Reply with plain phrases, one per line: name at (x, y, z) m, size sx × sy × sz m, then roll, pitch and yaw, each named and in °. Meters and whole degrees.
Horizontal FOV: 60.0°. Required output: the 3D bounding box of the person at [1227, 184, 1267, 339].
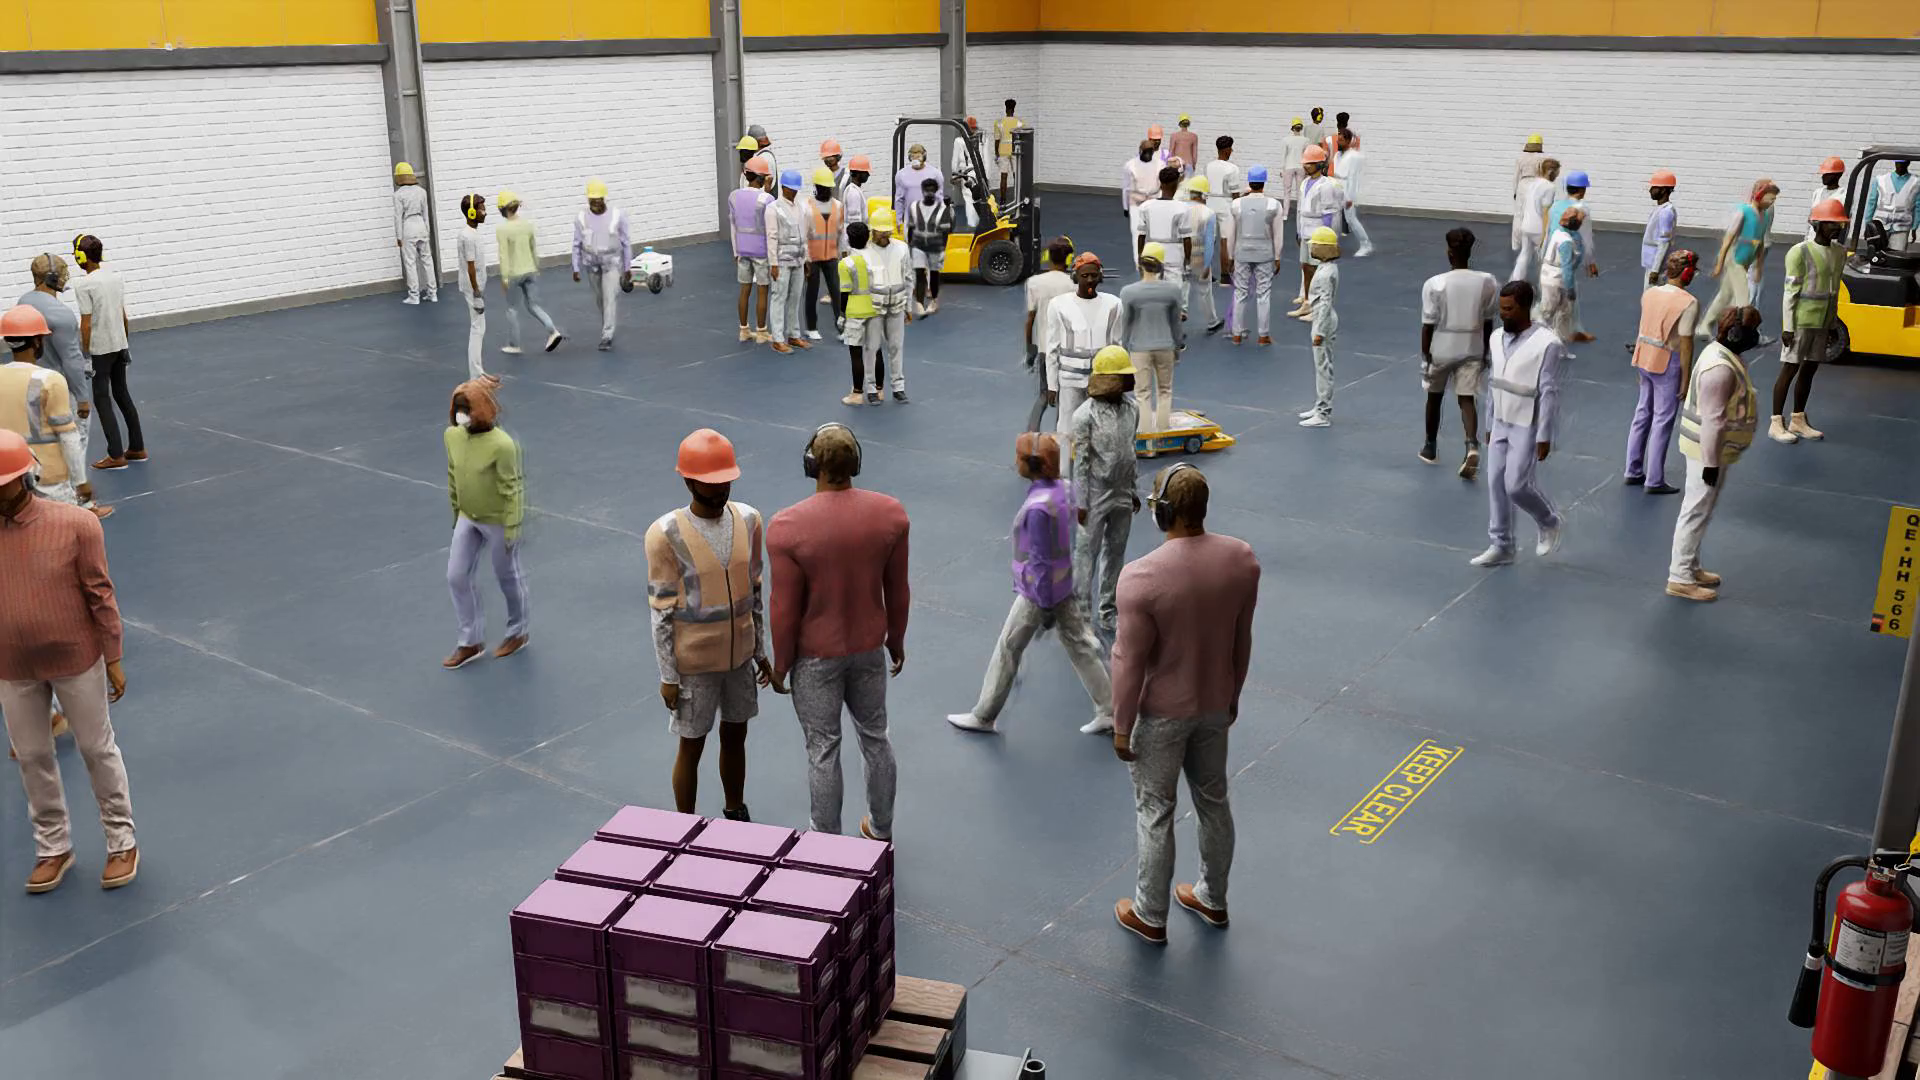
person at (3.202, -3.122, 18.563) m, size 0.446 × 1.705 × 0.662 m, roll 0°, pitch 18°, yaw 0°

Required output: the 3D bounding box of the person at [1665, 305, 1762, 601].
person at (4.675, -0.542, 10.295) m, size 0.431 × 1.838 × 0.638 m, roll 9°, pitch 20°, yaw 26°

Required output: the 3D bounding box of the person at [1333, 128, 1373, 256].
person at (5.700, -5.100, 24.474) m, size 0.966 × 1.883 × 0.602 m, roll -5°, pitch 19°, yaw -17°

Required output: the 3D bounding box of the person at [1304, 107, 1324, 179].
person at (6.310, -6.766, 29.696) m, size 0.335 × 1.873 × 0.519 m, roll -10°, pitch 20°, yaw -28°

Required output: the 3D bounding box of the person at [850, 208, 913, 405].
person at (-0.717, -2.147, 15.340) m, size 0.605 × 1.817 × 0.403 m, roll -7°, pitch 19°, yaw -21°

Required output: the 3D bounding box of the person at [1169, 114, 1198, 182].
person at (3.985, -6.731, 29.779) m, size 0.532 × 1.755 × 0.341 m, roll -2°, pitch 18°, yaw -7°

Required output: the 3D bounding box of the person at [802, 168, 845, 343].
person at (-1.482, -3.103, 18.202) m, size 0.607 × 1.889 × 0.787 m, roll -10°, pitch 20°, yaw -29°

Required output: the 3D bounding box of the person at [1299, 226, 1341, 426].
person at (3.153, -1.867, 14.575) m, size 0.313 × 1.744 × 0.487 m, roll 5°, pitch 18°, yaw 14°

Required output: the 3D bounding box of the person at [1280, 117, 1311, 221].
person at (5.782, -6.408, 28.759) m, size 0.518 × 1.756 × 0.345 m, roll -2°, pitch 18°, yaw -5°

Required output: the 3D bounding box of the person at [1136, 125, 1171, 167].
person at (2.824, -5.064, 24.262) m, size 0.553 × 1.935 × 0.362 m, roll -6°, pitch 19°, yaw -18°

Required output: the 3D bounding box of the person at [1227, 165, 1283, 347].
person at (3.180, -3.062, 17.979) m, size 0.605 × 1.950 × 0.380 m, roll 5°, pitch 18°, yaw 16°

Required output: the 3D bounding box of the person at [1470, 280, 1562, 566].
person at (3.661, -0.751, 10.835) m, size 0.526 × 1.896 × 0.608 m, roll -8°, pitch 19°, yaw -23°

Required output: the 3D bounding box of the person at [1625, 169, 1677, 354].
person at (7.339, -2.933, 17.598) m, size 0.357 × 1.937 × 0.551 m, roll 5°, pitch 18°, yaw 16°

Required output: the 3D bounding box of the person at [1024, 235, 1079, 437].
person at (0.754, -1.499, 13.293) m, size 0.529 × 1.837 × 0.689 m, roll 7°, pitch 19°, yaw 20°

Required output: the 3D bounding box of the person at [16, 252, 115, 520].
person at (-6.358, -1.065, 11.781) m, size 0.636 × 1.928 × 0.386 m, roll 13°, pitch 22°, yaw 34°

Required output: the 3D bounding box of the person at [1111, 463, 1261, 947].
person at (0.849, 0.645, 6.424) m, size 0.631 × 1.932 × 0.365 m, roll -9°, pitch 20°, yaw -26°

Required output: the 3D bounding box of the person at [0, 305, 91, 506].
person at (-5.361, -0.409, 9.740) m, size 0.559 × 1.925 × 0.420 m, roll 6°, pitch 19°, yaw 18°

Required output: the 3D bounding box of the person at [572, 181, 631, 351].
person at (-3.886, -2.975, 17.987) m, size 0.607 × 1.784 × 0.874 m, roll 2°, pitch 18°, yaw 6°

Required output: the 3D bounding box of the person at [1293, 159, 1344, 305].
person at (4.381, -3.781, 20.429) m, size 0.431 × 1.835 × 0.623 m, roll -15°, pitch 23°, yaw -39°

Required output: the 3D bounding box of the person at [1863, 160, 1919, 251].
person at (11.466, -3.858, 20.473) m, size 0.614 × 1.947 × 0.388 m, roll 10°, pitch 20°, yaw 28°

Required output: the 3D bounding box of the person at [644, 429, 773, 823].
person at (-1.015, 0.478, 6.929) m, size 0.545 × 1.938 × 0.362 m, roll -15°, pitch 23°, yaw -40°

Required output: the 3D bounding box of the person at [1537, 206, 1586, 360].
person at (6.220, -2.621, 17.124) m, size 0.610 × 1.618 × 0.528 m, roll 4°, pitch 18°, yaw 13°

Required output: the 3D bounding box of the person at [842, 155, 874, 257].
person at (-1.186, -3.520, 19.460) m, size 0.390 × 1.929 × 0.540 m, roll 0°, pitch 18°, yaw -2°

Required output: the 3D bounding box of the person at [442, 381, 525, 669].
person at (-2.671, -0.071, 9.159) m, size 0.526 × 1.606 × 0.658 m, roll 8°, pitch 19°, yaw 24°

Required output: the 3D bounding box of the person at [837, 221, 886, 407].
person at (-0.903, -2.078, 15.312) m, size 0.530 × 1.696 × 0.321 m, roll -14°, pitch 22°, yaw -37°

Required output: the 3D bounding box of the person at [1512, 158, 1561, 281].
person at (7.172, -3.758, 20.415) m, size 0.839 × 1.790 × 0.576 m, roll -5°, pitch 18°, yaw -14°

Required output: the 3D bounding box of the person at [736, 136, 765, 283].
person at (-2.783, -4.384, 22.241) m, size 0.354 × 1.873 × 0.590 m, roll 1°, pitch 18°, yaw 2°

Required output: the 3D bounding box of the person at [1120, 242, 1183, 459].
person at (1.551, -1.539, 13.545) m, size 0.540 × 1.745 × 0.429 m, roll -2°, pitch 18°, yaw -7°

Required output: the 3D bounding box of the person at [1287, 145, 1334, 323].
person at (4.087, -3.561, 19.396) m, size 0.396 × 2.038 × 0.615 m, roll -5°, pitch 18°, yaw -14°

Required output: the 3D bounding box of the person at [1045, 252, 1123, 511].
person at (0.903, -1.142, 12.084) m, size 0.579 × 1.883 × 0.352 m, roll -4°, pitch 18°, yaw -13°

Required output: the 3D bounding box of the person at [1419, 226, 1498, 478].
person at (3.906, -1.476, 13.051) m, size 0.609 × 1.938 × 0.867 m, roll 1°, pitch 18°, yaw 2°

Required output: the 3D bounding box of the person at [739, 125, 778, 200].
person at (-2.776, -4.700, 22.959) m, size 0.536 × 2.000 × 0.673 m, roll -2°, pitch 18°, yaw -6°
